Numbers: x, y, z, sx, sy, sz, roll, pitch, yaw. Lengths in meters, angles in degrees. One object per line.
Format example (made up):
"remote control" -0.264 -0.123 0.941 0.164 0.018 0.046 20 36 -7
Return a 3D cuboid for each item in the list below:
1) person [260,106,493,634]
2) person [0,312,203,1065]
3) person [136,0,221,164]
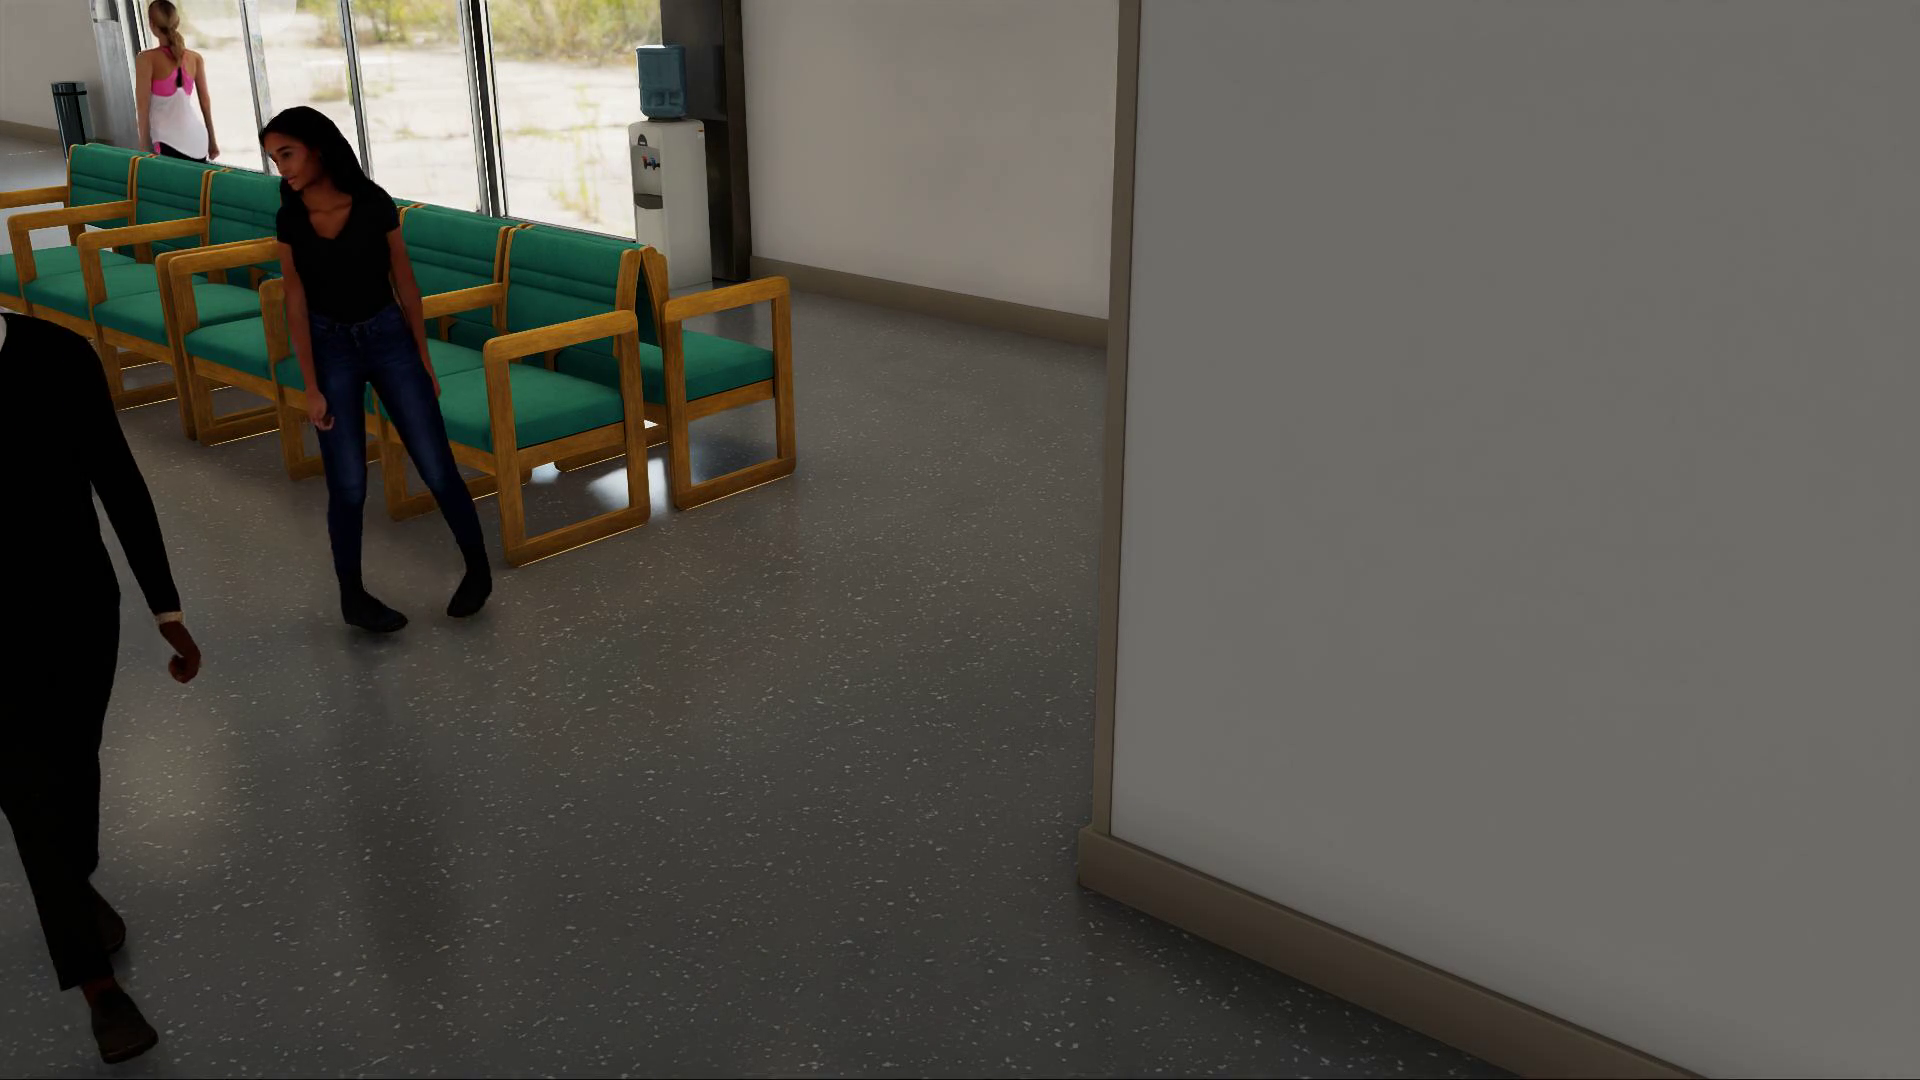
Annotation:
"person" -1.995 -0.526 5.427 0.732 1.705 0.849 -12 24 -29
"person" -2.013 0.150 3.554 1.105 1.768 0.830 -18 27 -39
"person" -4.778 -2.402 10.300 0.776 1.762 1.059 12 24 29
